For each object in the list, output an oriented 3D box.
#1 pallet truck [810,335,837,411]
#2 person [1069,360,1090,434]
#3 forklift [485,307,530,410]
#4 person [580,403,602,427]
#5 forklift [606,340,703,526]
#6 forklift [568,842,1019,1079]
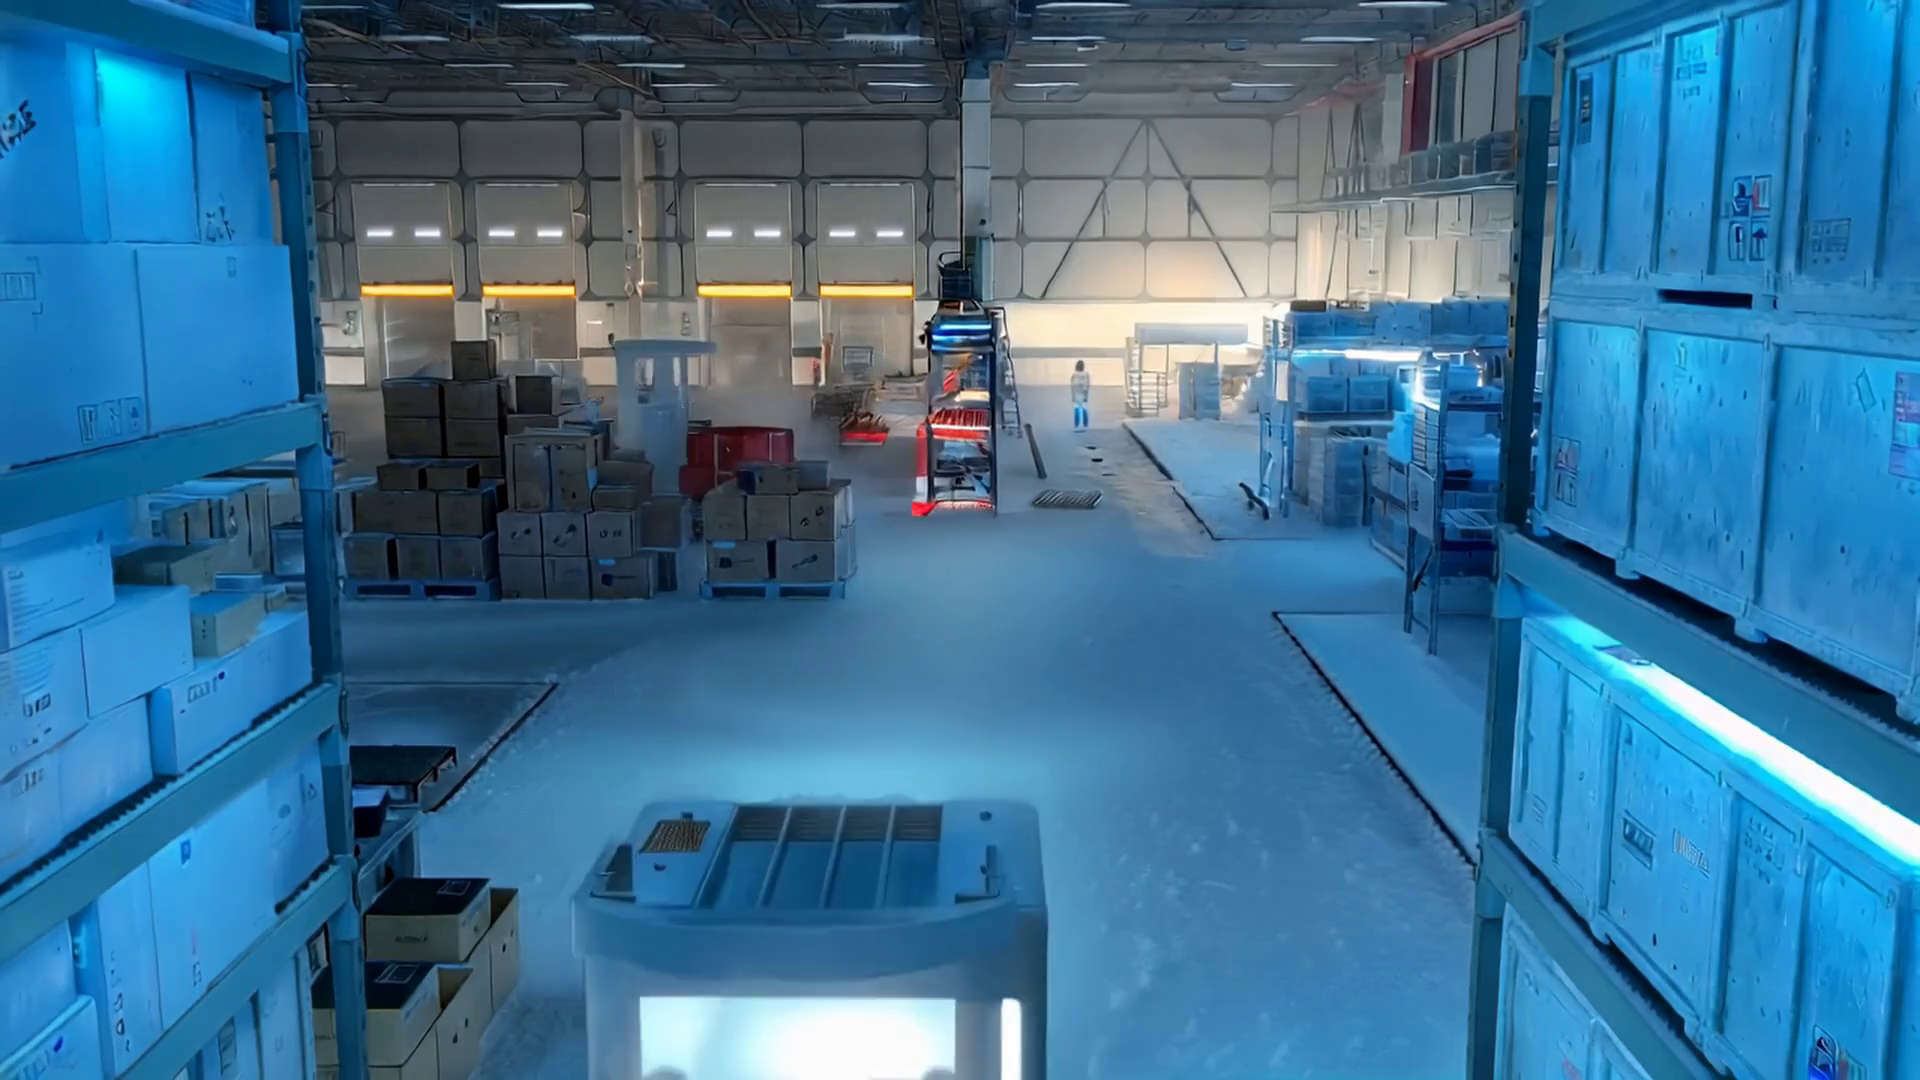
[{"bbox_3d":[-3.021,-4.312,43.126,1.885,1.965,0.823,3,10,17],"label":"pallet truck"},{"bbox_3d":[2.716,-3.249,37.860,0.317,1.695,0.540,-9,14,-44],"label":"person"},{"bbox_3d":[-10.754,-4.150,39.646,1.129,2.768,1.873,0,10,1],"label":"forklift"},{"bbox_3d":[-5.534,-1.077,24.702,0.642,1.923,0.631,1,10,6],"label":"person"},{"bbox_3d":[-4.685,-1.580,24.820,1.873,2.768,1.129,8,12,37],"label":"forklift"},{"bbox_3d":[-0.340,2.066,3.780,1.129,2.768,1.873,0,10,1],"label":"forklift"}]
